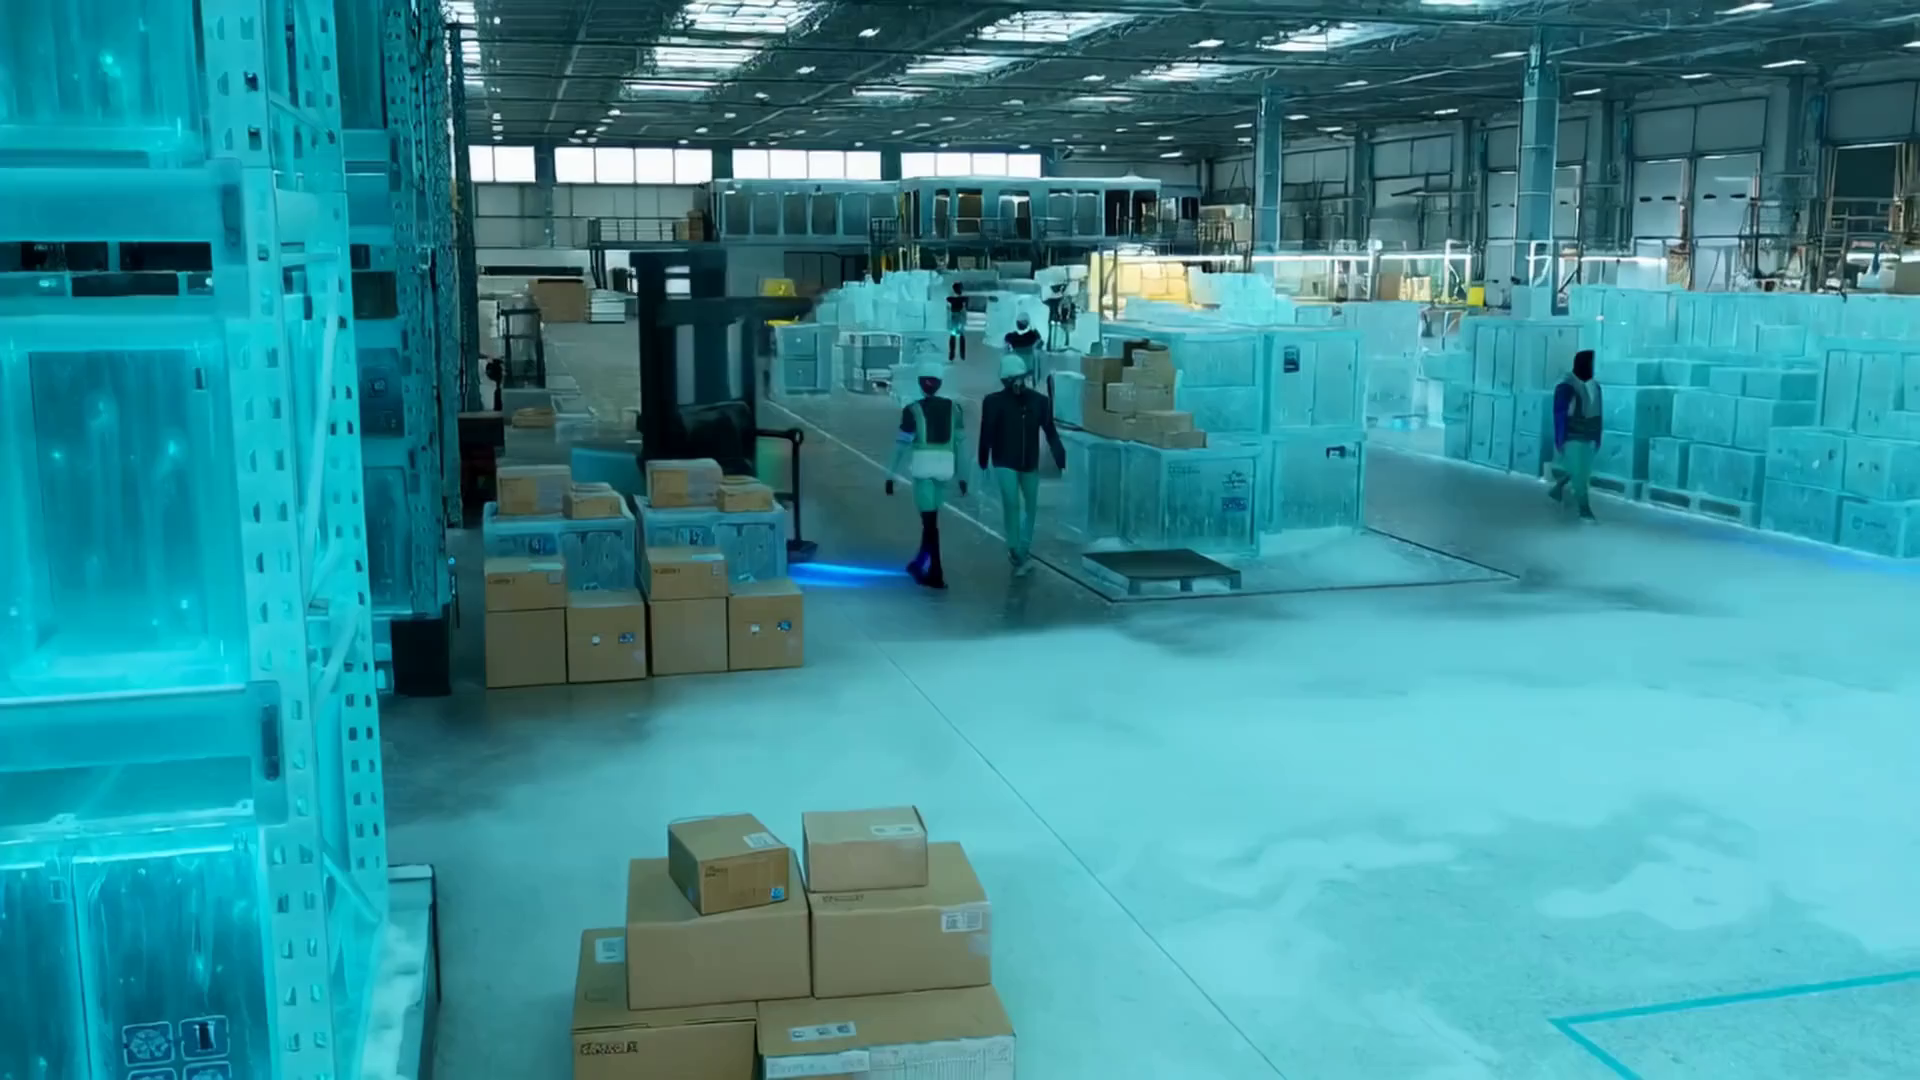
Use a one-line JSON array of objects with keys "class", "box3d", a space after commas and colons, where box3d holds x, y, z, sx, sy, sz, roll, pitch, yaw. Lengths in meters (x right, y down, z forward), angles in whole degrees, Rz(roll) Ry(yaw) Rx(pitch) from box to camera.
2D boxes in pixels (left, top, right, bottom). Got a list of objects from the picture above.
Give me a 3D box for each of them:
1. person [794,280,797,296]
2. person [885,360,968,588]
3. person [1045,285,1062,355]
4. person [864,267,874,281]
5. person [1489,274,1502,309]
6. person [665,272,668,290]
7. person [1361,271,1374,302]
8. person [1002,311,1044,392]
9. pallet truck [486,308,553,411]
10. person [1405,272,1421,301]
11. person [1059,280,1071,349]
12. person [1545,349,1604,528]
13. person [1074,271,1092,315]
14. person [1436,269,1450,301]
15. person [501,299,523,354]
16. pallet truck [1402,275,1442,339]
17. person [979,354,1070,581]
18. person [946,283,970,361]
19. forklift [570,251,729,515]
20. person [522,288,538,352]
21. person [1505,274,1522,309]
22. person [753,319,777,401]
[{"class": "person", "box3d": [-6.036, -8.466, 59.404, 0.658, 1.723, 0.489, 1, 10, 3]}, {"class": "person", "box3d": [-0.317, -0.577, 14.212, 0.694, 1.889, 0.848, -5, 11, -28]}, {"class": "person", "box3d": [2.490, -5.828, 44.087, 0.334, 1.861, 0.501, -9, 13, -40]}, {"class": "person", "box3d": [-3.899, -10.608, 70.748, 0.397, 1.992, 0.621, -7, 12, -34]}, {"class": "person", "box3d": [19.003, -8.510, 59.198, 0.978, 1.872, 0.610, 8, 13, 39]}, {"class": "person", "box3d": [-15.885, -13.686, 88.682, 0.520, 1.822, 0.836, -3, 10, -17]}, {"class": "person", "box3d": [18.077, -11.047, 73.735, 0.627, 1.824, 0.478, 9, 13, 41]}, {"class": "person", "box3d": [0.894, -2.340, 24.093, 0.632, 1.940, 0.372, 4, 11, 21]}, {"class": "pallet truck", "box3d": [-6.242, -2.418, 24.362, 0.823, 1.965, 1.885, 1, 10, 3]}, {"class": "person", "box3d": [18.379, -9.972, 67.603, 0.621, 1.838, 0.429, 4, 11, 23]}, {"class": "person", "box3d": [2.927, -6.360, 46.864, 0.378, 1.932, 0.551, 1, 10, 7]}, {"class": "person", "box3d": [6.394, -1.063, 17.203, 0.644, 1.821, 0.786, -7, 12, -36]}, {"class": "person", "box3d": [5.078, -10.305, 69.457, 0.960, 1.860, 0.588, -4, 11, -20]}, {"class": "person", "box3d": [21.061, -10.877, 72.554, 0.639, 1.903, 1.013, 0, 10, 2]}, {"class": "person", "box3d": [-10.475, -4.806, 38.890, 0.513, 1.643, 0.311, -6, 12, -30]}, {"class": "pallet truck", "box3d": [14.620, -7.324, 52.145, 0.823, 1.965, 1.885, 8, 13, 40]}, {"class": "person", "box3d": [0.564, -0.628, 14.391, 0.751, 1.944, 0.779, -2, 10, -12]}, {"class": "person", "box3d": [-0.054, -5.479, 41.784, 0.614, 1.963, 0.362, 2, 10, 10]}, {"class": "forklift", "box3d": [-2.426, -1.132, 14.581, 1.873, 2.768, 1.129, 6, 12, 29]}, {"class": "person", "box3d": [-11.680, -5.983, 45.281, 0.680, 1.745, 0.533, 2, 10, 10]}, {"class": "person", "box3d": [17.109, -7.192, 51.274, 0.691, 2.000, 0.663, -7, 12, -35]}, {"class": "person", "box3d": [-3.615, -3.373, 30.681, 0.540, 1.679, 0.625, -4, 11, -23]}]
